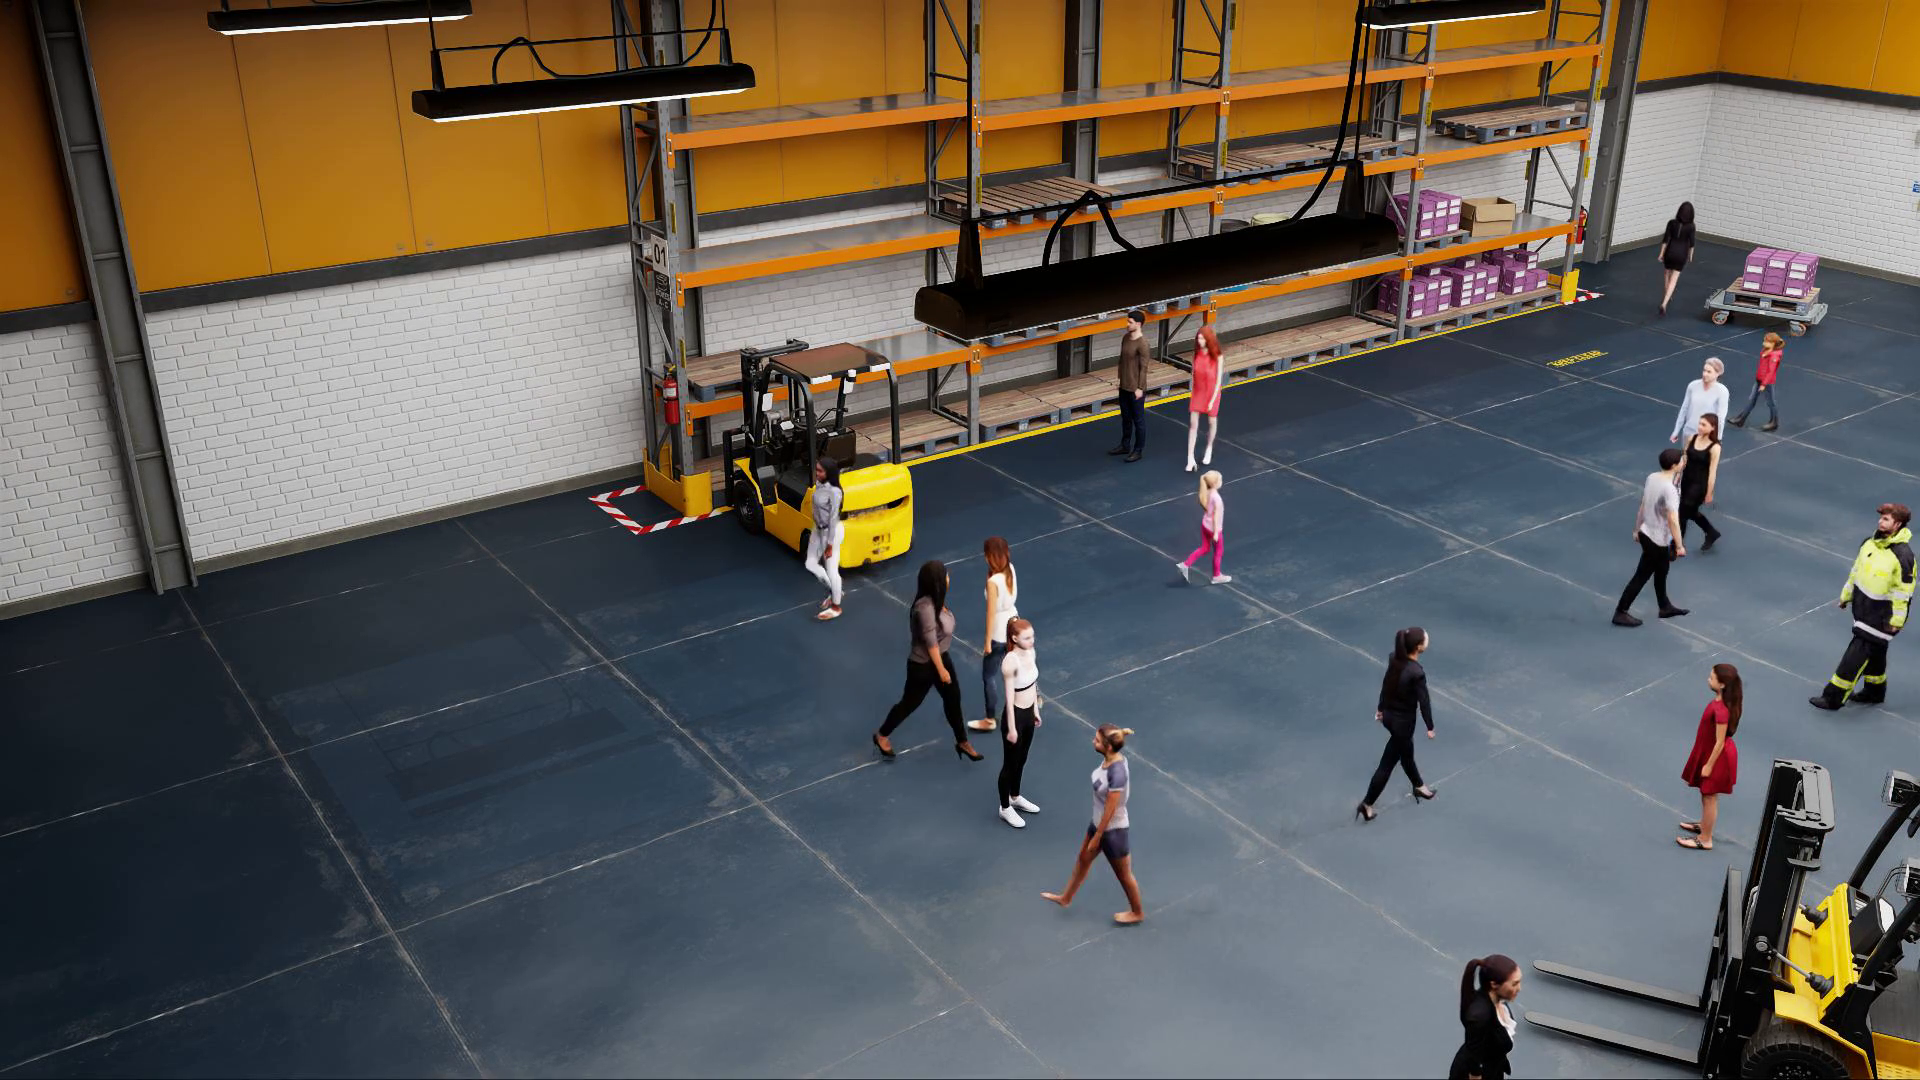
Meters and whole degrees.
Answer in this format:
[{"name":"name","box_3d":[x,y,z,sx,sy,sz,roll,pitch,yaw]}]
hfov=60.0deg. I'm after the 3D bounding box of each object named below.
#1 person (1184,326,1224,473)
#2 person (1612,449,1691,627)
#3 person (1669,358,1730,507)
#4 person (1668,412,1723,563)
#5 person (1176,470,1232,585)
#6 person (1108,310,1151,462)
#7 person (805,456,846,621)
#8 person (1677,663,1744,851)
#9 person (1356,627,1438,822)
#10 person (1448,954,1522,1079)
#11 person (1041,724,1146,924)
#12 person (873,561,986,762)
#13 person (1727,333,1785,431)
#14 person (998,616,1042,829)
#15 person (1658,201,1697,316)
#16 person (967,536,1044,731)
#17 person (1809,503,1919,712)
[{"name":"person","box_3d":[3.027,-1.737,20.191,0.872,1.790,1.084,12,26,26]},{"name":"person","box_3d":[6.657,0.000,16.157,1.130,1.838,1.045,3,24,7]},{"name":"person","box_3d":[8.395,-1.161,18.796,1.258,1.852,0.719,-13,27,-28]},{"name":"person","box_3d":[7.864,-0.560,17.663,1.161,1.659,0.830,-7,24,-15]},{"name":"person","box_3d":[2.541,-0.119,17.154,0.881,1.258,0.659,-6,24,-14]},{"name":"person","box_3d":[2.130,-1.914,20.474,0.561,1.889,0.644,-15,28,-30]},{"name":"person","box_3d":[-1.225,-0.040,16.401,0.636,1.717,0.643,-13,27,-28]},{"name":"person","box_3d":[5.791,1.645,12.752,0.725,1.552,0.663,11,26,24]},{"name":"person","box_3d":[3.359,1.478,12.987,1.064,1.669,0.788,-8,25,-18]},{"name":"person","box_3d":[2.918,3.041,9.420,0.747,1.663,0.642,12,26,25]},{"name":"person","box_3d":[1.145,2.048,11.792,1.060,1.582,0.918,0,24,-1]},{"name":"person","box_3d":[-0.372,1.069,13.788,1.202,1.778,1.184,6,24,13]},{"name":"person","box_3d":[10.468,-2.020,21.469,0.957,1.286,0.799,-1,24,-3]},{"name":"person","box_3d":[0.453,1.406,13.063,0.718,1.740,0.584,14,27,30]},{"name":"person","box_3d":[11.311,-4.409,26.356,0.816,1.749,1.183,18,29,35]},{"name":"person","box_3d":[0.370,0.818,14.397,0.992,1.748,0.843,12,26,26]},{"name":"person","box_3d":[8.162,0.603,14.634,1.203,1.954,1.088,-1,24,-3]}]
